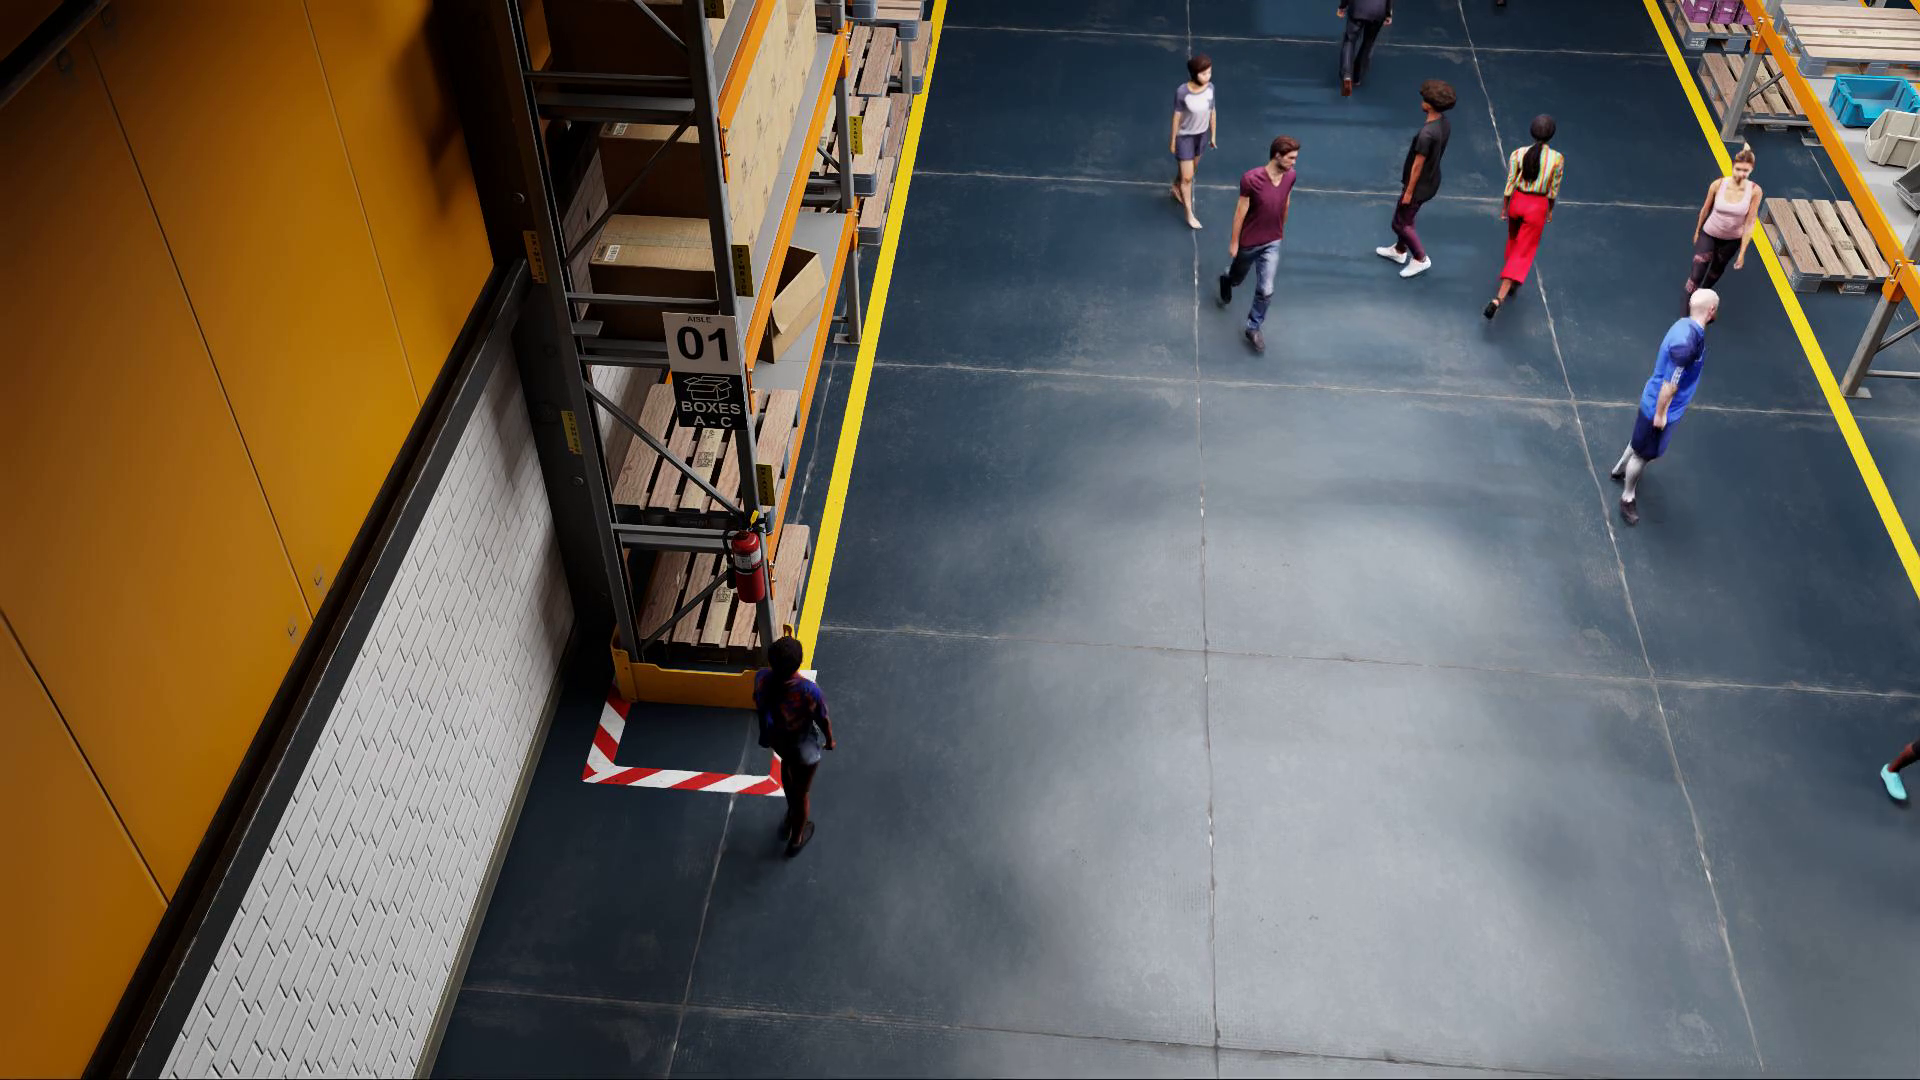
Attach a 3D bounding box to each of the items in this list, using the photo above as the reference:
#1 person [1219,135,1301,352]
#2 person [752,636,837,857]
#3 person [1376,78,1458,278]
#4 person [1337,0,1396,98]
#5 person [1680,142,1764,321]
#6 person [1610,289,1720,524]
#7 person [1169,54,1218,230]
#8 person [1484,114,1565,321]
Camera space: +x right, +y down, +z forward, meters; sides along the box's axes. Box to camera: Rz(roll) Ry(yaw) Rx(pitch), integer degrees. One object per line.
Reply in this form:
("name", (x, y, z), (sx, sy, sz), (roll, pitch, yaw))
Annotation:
("person", (2.387, -2.487, 13.512), (0.927, 1.798, 1.223), (-8, 44, -8))
("person", (-1.008, 1.242, 9.649), (0.683, 1.726, 0.720), (16, 46, 16))
("person", (3.951, -3.047, 14.122), (0.884, 1.767, 0.837), (22, 48, 21))
("person", (4.012, -5.234, 16.399), (0.822, 1.792, 1.090), (12, 45, 13))
("person", (6.272, -2.517, 13.693), (0.778, 1.591, 1.133), (14, 45, 14))
("person", (5.010, -0.947, 11.887), (0.748, 1.809, 0.961), (-35, 53, -31))
("person", (2.049, -3.656, 14.927), (0.855, 1.538, 0.981), (-20, 47, -20))
("person", (4.625, -2.602, 13.665), (0.923, 1.752, 1.209), (24, 48, 23))
